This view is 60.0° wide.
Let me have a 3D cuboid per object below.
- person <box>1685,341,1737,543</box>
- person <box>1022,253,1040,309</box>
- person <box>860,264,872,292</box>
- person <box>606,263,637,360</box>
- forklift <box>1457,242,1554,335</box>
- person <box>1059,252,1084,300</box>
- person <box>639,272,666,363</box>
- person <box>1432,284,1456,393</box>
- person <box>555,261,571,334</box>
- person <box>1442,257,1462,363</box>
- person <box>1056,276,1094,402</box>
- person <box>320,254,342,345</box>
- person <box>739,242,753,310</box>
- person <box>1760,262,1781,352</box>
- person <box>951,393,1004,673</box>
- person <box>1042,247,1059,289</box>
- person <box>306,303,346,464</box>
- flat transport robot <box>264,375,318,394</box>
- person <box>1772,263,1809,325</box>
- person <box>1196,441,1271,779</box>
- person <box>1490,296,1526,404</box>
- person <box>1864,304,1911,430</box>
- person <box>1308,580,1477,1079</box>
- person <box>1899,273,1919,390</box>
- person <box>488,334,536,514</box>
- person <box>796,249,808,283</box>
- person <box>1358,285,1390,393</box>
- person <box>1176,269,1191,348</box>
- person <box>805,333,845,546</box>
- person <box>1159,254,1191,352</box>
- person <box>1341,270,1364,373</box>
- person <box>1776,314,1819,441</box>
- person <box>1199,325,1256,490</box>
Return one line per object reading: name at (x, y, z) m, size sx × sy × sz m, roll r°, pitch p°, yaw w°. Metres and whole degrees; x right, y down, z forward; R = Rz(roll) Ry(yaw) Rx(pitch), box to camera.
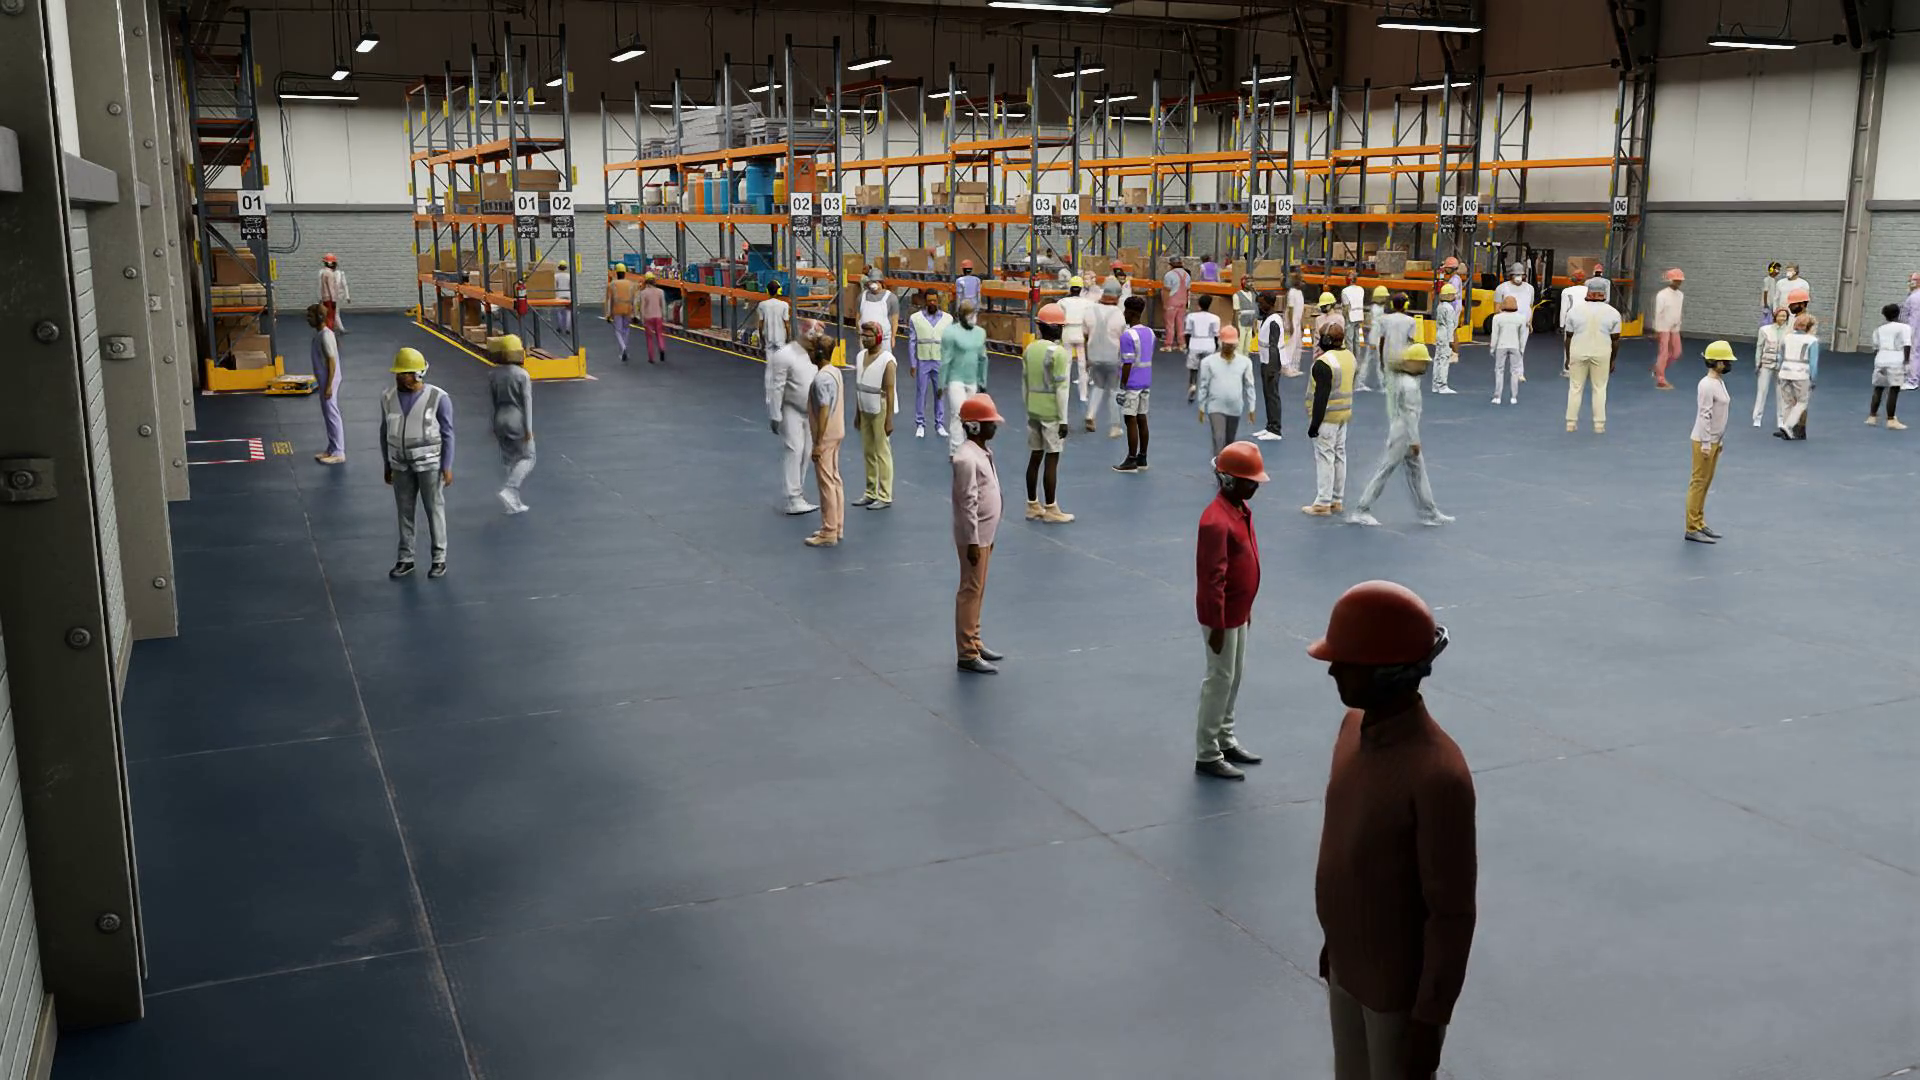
person at (6.603, -0.865, 14.627) m, size 0.309 × 1.769 × 0.525 m, roll 8°, pitch 13°, yaw 34°
person at (2.093, -7.638, 48.742) m, size 0.573 × 1.887 × 0.355 m, roll 4°, pitch 12°, yaw 21°
person at (-2.259, -5.899, 40.549) m, size 0.284 × 1.633 × 0.497 m, roll 4°, pitch 12°, yaw 20°
person at (-6.624, -4.475, 32.623) m, size 0.603 × 1.905 × 0.801 m, roll -5°, pitch 12°, yaw -24°
forklift at (13.047, -6.049, 39.881) m, size 2.313 × 2.155 × 1.214 m, roll -5°, pitch 12°, yaw -23°
person at (2.459, -5.385, 36.957) m, size 0.611 × 2.024 × 0.757 m, roll -4°, pitch 12°, yaw -18°
person at (-5.911, -4.274, 31.979) m, size 0.549 × 1.754 × 0.395 m, roll -6°, pitch 13°, yaw -30°
person at (7.797, -3.227, 26.687) m, size 0.287 × 1.746 × 0.487 m, roll -2°, pitch 11°, yaw -8°
person at (-9.552, -5.842, 40.016) m, size 0.548 × 1.729 × 0.851 m, roll -4°, pitch 12°, yaw -19°
person at (9.450, -4.422, 32.039) m, size 0.419 × 2.034 × 0.605 m, roll 2°, pitch 11°, yaw 12°
person at (1.753, -3.071, 25.458) m, size 0.597 × 1.917 × 0.406 m, roll 1°, pitch 11°, yaw 3°
person at (-13.778, -5.265, 36.439) m, size 0.409 × 1.986 × 0.618 m, roll -7°, pitch 13°, yaw -33°
person at (-6.305, -7.851, 49.470) m, size 0.614 × 2.031 × 0.409 m, roll 3°, pitch 12°, yaw 15°
person at (16.769, -4.812, 34.451) m, size 0.329 × 1.861 × 0.515 m, roll 9°, pitch 14°, yaw 38°
person at (0.115, -0.050, 10.506) m, size 0.320 × 1.755 × 0.563 m, roll 2°, pitch 11°, yaw 8°
person at (2.700, -7.870, 50.015) m, size 0.410 × 1.847 × 0.561 m, roll 8°, pitch 14°, yaw 35°
person at (-7.313, -1.800, 19.180) m, size 0.326 × 1.843 × 0.516 m, roll -6°, pitch 13°, yaw -27°
flat transport robot at (-10.744, -2.522, 26.857) m, size 0.652 × 0.197 × 1.431 m, roll -2°, pitch 11°, yaw -10°
person at (15.569, -4.222, 31.248) m, size 0.371 × 1.940 × 0.627 m, roll -8°, pitch 14°, yaw -36°
person at (1.392, 0.355, 8.504) m, size 0.352 × 1.738 × 0.574 m, roll 5°, pitch 12°, yaw 22°
person at (8.291, -2.877, 25.191) m, size 0.509 × 1.631 × 0.269 m, roll 1°, pitch 11°, yaw 7°
person at (12.514, -2.325, 22.308) m, size 0.319 × 1.667 × 0.652 m, roll -4°, pitch 12°, yaw -21°
person at (1.052, 1.074, 4.193) m, size 0.393 × 1.990 × 0.616 m, roll -2°, pitch 11°, yaw -10°
person at (15.563, -3.405, 27.185) m, size 0.399 × 1.905 × 0.642 m, roll 9°, pitch 15°, yaw 40°
person at (-4.291, -1.087, 15.839) m, size 0.488 × 1.733 × 0.475 m, roll 4°, pitch 12°, yaw 21°
person at (-5.076, -8.282, 52.389) m, size 0.575 × 1.739 × 0.349 m, roll -2°, pitch 11°, yaw -9°
person at (6.727, -3.236, 26.809) m, size 0.492 × 1.738 × 0.499 m, roll 2°, pitch 11°, yaw 11°
person at (4.758, -4.933, 35.505) m, size 0.321 × 1.686 × 0.539 m, roll -2°, pitch 11°, yaw -10°
person at (-1.176, -0.866, 14.427) m, size 0.332 × 1.844 × 0.516 m, roll 2°, pitch 11°, yaw 11°
person at (4.460, -4.955, 34.711) m, size 0.686 × 2.000 × 0.535 m, roll -9°, pitch 14°, yaw -38°
person at (7.051, -3.919, 29.941) m, size 0.564 × 1.847 × 0.395 m, roll -9°, pitch 15°, yaw -40°
person at (10.483, -2.024, 20.916) m, size 0.767 × 1.605 × 0.563 m, roll -7°, pitch 13°, yaw -31°
person at (2.820, -1.426, 17.626) m, size 0.582 × 1.712 × 0.896 m, roll -1°, pitch 11°, yaw -3°
